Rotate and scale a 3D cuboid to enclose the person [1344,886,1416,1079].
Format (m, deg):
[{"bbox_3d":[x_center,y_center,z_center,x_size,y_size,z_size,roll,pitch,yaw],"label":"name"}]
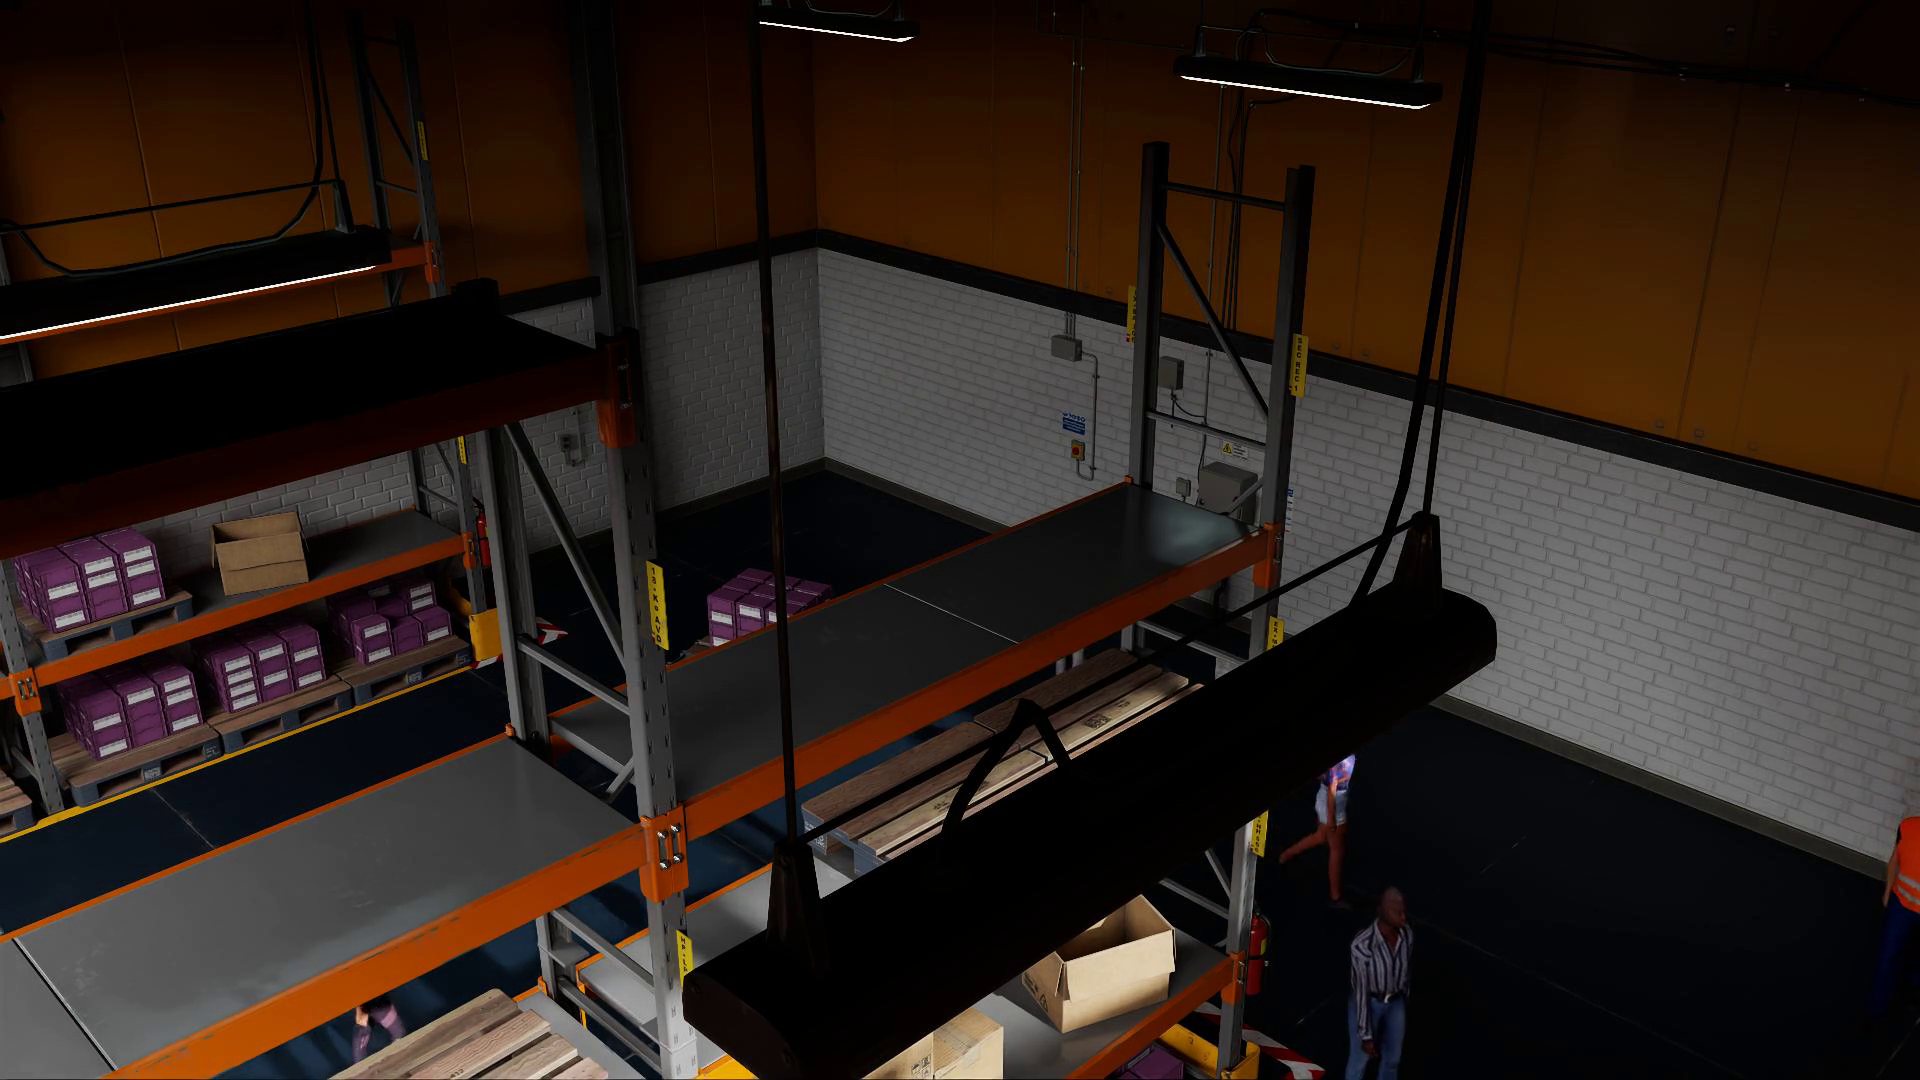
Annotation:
[{"bbox_3d":[2.495,2.863,10.160,0.660,1.790,0.796,-12,26,-25],"label":"person"}]

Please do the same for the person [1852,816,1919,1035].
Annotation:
[{"bbox_3d":[6.465,2.415,11.134,0.709,1.832,1.163,19,30,37],"label":"person"}]

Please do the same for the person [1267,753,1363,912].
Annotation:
[{"bbox_3d":[2.660,1.962,12.306,0.958,1.723,0.999,6,24,13],"label":"person"}]
